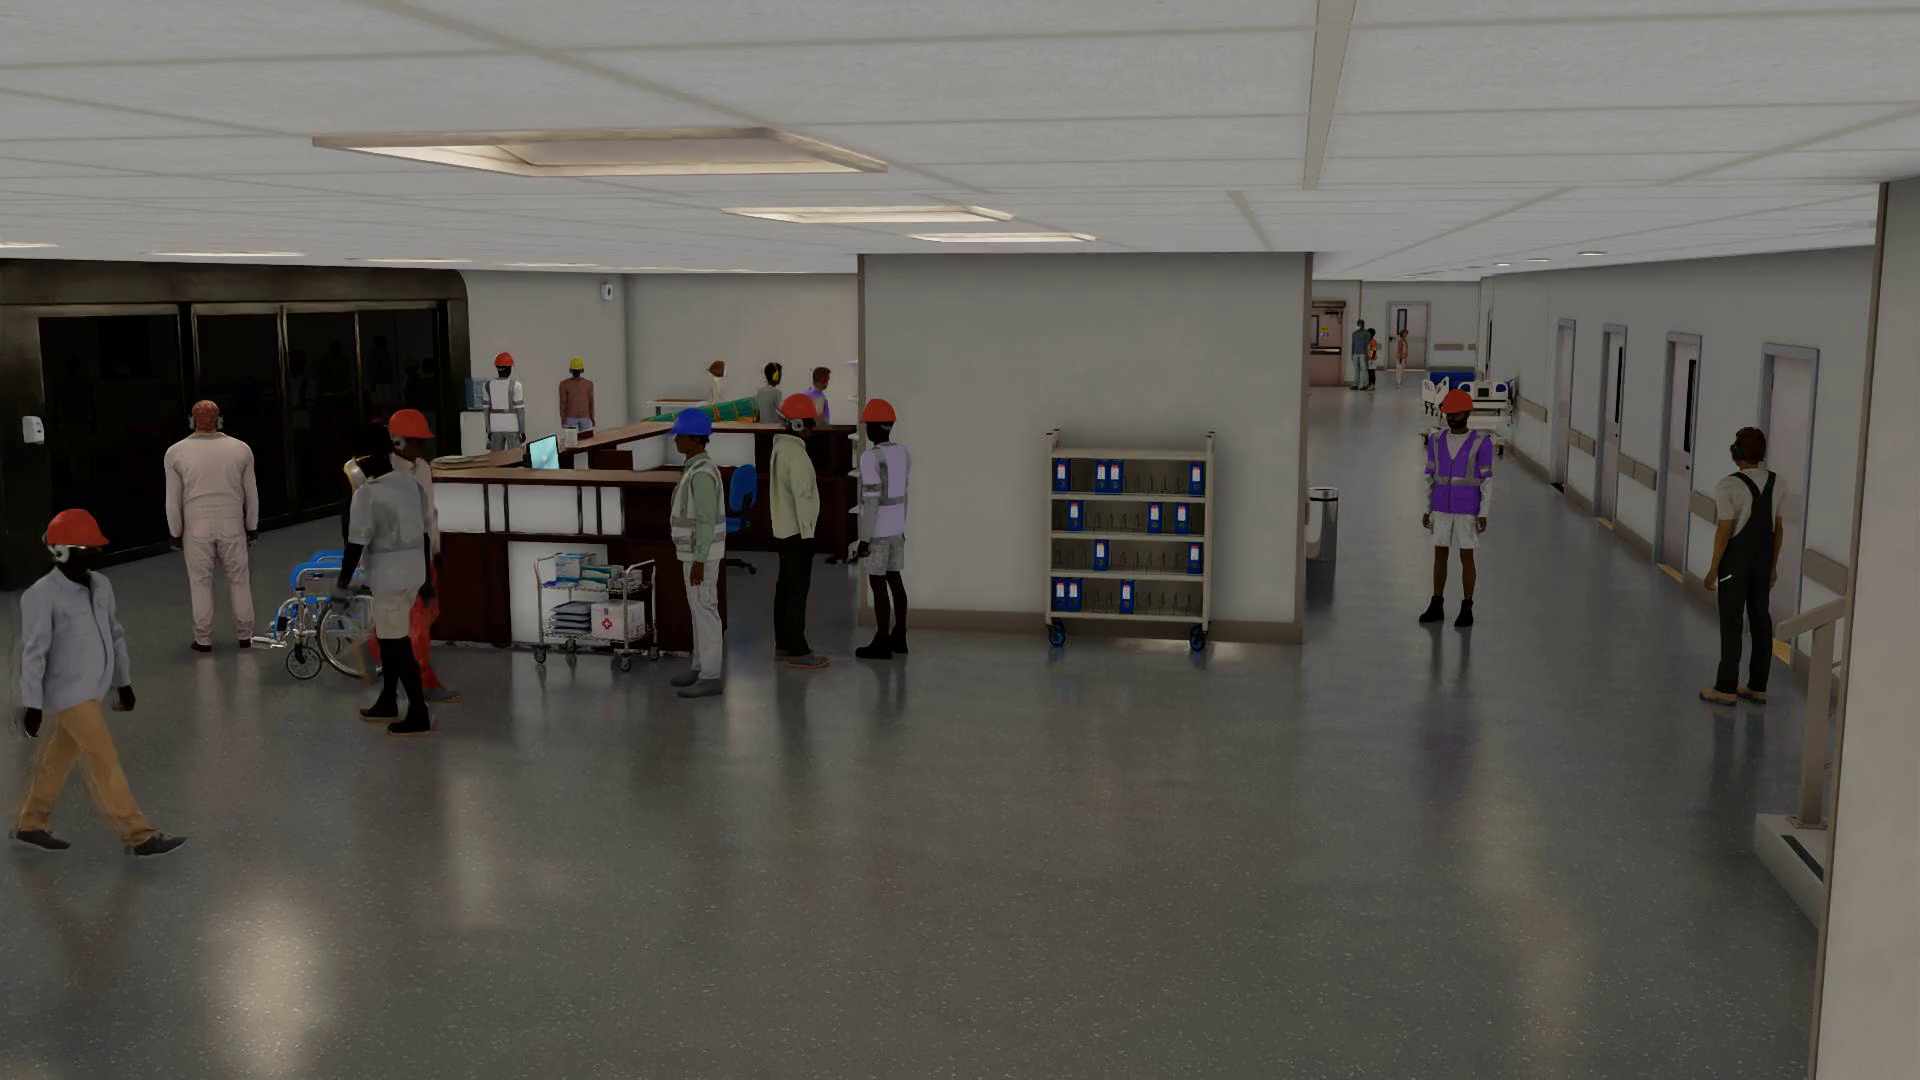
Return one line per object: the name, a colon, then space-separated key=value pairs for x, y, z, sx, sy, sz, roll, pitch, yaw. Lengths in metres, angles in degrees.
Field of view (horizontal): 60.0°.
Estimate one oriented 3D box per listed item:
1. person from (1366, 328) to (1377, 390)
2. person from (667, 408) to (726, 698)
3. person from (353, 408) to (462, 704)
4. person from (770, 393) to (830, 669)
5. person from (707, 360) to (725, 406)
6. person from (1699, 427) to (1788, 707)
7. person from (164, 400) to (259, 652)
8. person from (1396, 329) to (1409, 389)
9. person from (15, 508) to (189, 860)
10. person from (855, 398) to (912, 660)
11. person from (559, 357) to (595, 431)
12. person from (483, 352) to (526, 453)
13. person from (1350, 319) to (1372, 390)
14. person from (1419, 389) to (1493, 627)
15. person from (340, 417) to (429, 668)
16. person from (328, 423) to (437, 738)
person: x=11.152 y=-4.905 z=45.164 sx=0.321 sy=1.697 sz=0.530 roll=-1 pitch=9 yaw=-4
person: x=-1.770 y=0.082 z=11.237 sx=0.380 sy=1.951 sz=0.603 roll=-2 pitch=9 yaw=-15
person: x=-3.717 y=0.105 z=11.023 sx=0.759 sy=1.968 sz=0.632 roll=1 pitch=9 yaw=9
person: x=-1.181 y=-0.068 z=12.080 sx=0.387 sy=1.992 sz=0.626 roll=-4 pitch=9 yaw=-23
person: x=-3.882 y=-2.056 z=26.520 sx=0.446 sy=1.608 sz=0.613 roll=-3 pitch=9 yaw=-17
person: x=5.156 y=0.176 z=10.948 sx=0.507 sy=1.847 sz=0.343 roll=-2 pitch=9 yaw=-12
person: x=-5.676 y=-0.108 z=12.640 sx=0.652 sy=1.906 sz=0.402 roll=-5 pitch=10 yaw=-32
person: x=12.221 y=-4.999 z=45.990 sx=0.314 sy=1.636 sz=0.515 roll=5 pitch=10 yaw=29
person: x=-4.202 y=0.693 z=7.985 sx=0.923 sy=1.703 sz=0.582 roll=0 pitch=9 yaw=3
person: x=-0.596 y=-0.083 z=12.372 sx=0.363 sy=1.935 sz=0.553 roll=5 pitch=10 yaw=30
person: x=-5.548 y=-1.772 z=24.154 sx=0.528 sy=1.765 sz=0.327 roll=-5 pitch=10 yaw=-30
person: x=-5.831 y=-1.438 z=21.370 sx=0.545 sy=1.938 sz=0.362 roll=1 pitch=9 yaw=10
person: x=10.902 y=-5.038 z=45.275 sx=0.366 sy=1.932 sz=0.629 roll=-7 pitch=11 yaw=-37
person: x=4.031 y=-0.262 z=13.558 sx=0.553 sy=1.935 sz=0.362 roll=7 pitch=11 yaw=38
person: x=-4.109 y=0.033 z=11.967 sx=0.633 sy=1.836 sz=0.429 roll=-3 pitch=9 yaw=-17
person: x=-3.579 y=0.247 z=10.191 sx=0.778 sy=1.926 sz=0.612 roll=2 pitch=9 yaw=12
